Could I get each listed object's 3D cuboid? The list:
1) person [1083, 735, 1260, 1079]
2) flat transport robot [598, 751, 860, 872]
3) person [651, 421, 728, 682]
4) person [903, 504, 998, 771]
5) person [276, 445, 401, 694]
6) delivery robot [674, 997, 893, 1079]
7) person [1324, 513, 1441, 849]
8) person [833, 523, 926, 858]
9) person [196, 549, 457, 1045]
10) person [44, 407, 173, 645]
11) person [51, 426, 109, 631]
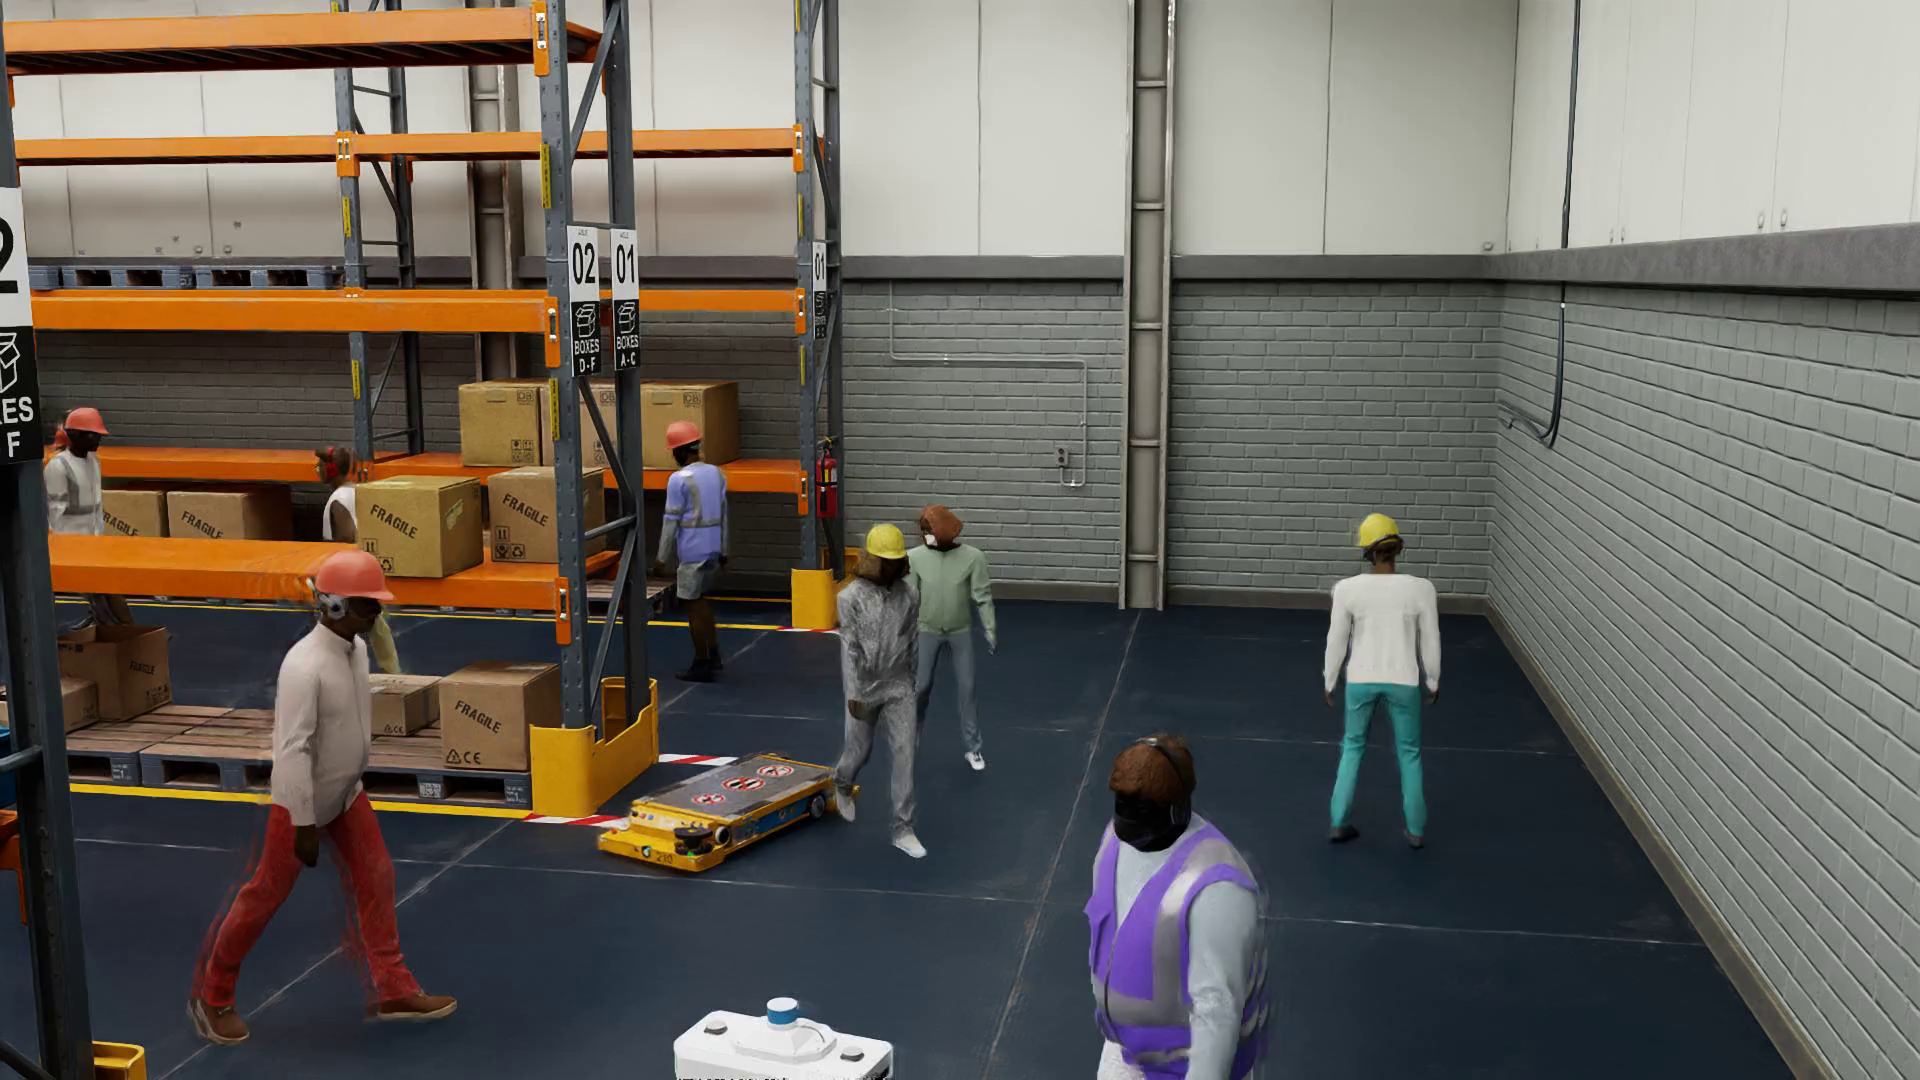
[{"bbox_3d":[0.553,1.381,4.466,0.858,1.794,0.648,-5,10,-28],"label":"person"},{"bbox_3d":[-1.208,1.424,8.926,0.652,0.197,1.431,5,11,30],"label":"flat transport robot"},{"bbox_3d":[-1.949,0.084,12.122,0.419,1.919,0.571,5,10,27],"label":"person"},{"bbox_3d":[-0.060,0.569,10.085,0.615,1.613,0.437,0,9,0],"label":"person"},{"bbox_3d":[-4.292,0.251,11.484,0.909,1.793,0.578,-1,9,-4],"label":"person"},{"bbox_3d":[-0.588,1.776,5.560,0.707,0.478,0.477,3,10,22],"label":"delivery robot"},{"bbox_3d":[2.202,0.731,8.666,0.581,1.746,0.383,2,9,14],"label":"person"},{"bbox_3d":[-0.434,0.742,8.657,0.479,1.712,0.716,-4,10,-25],"label":"person"},{"bbox_3d":[-2.568,0.997,6.505,0.979,1.940,0.661,1,9,4],"label":"person"},{"bbox_3d":[-6.764,-0.032,12.770,1.184,1.961,0.628,1,9,7],"label":"person"},{"bbox_3d":[-7.218,-0.077,13.660,0.339,1.748,0.564,-5,11,-30],"label":"person"}]
